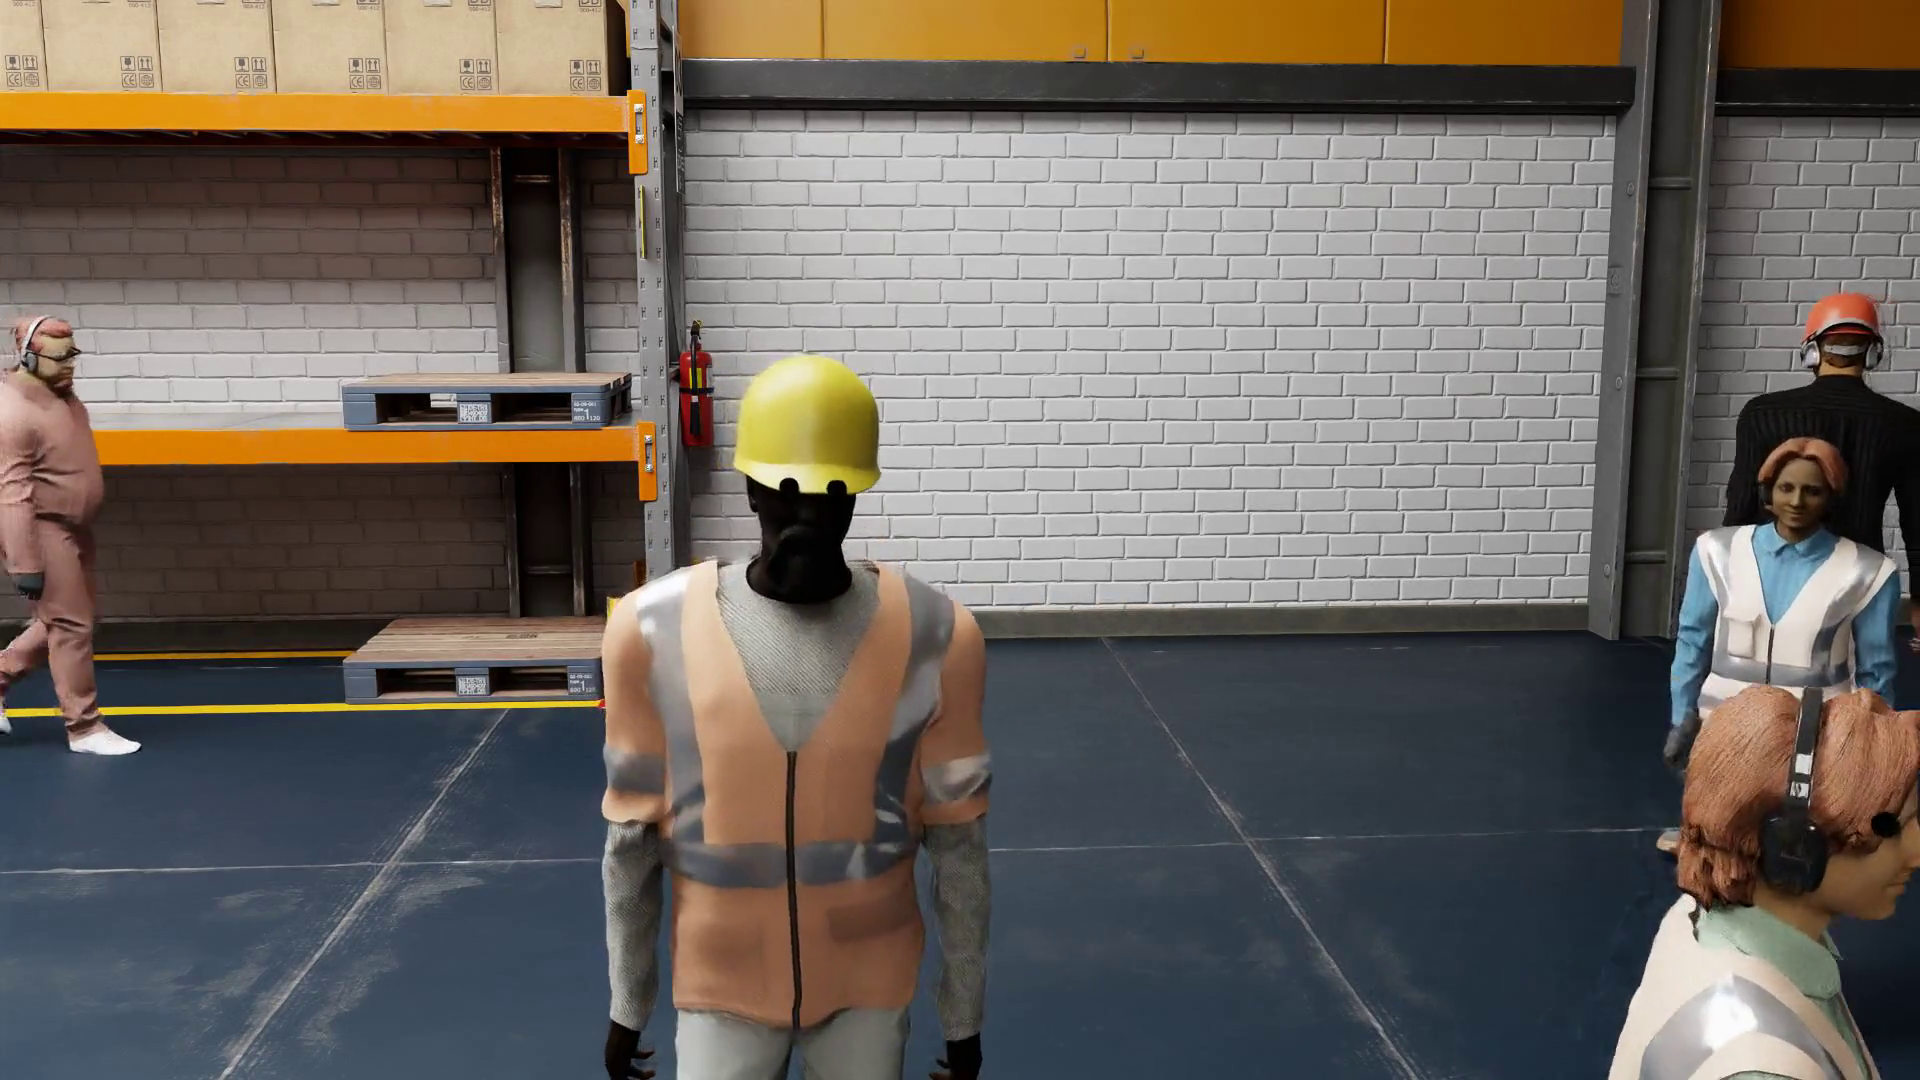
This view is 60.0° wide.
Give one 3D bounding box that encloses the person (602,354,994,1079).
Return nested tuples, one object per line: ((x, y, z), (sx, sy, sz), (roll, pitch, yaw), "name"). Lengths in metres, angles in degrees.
((-0.248, 0.665, 2.590), (0.605, 1.908, 0.458), (-1, 9, -6), "person")

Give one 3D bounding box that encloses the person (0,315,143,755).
((-3.844, 0.009, 6.871), (0.679, 1.867, 0.698), (-1, 9, -8), "person")

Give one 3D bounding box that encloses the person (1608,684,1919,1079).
((0.902, 0.948, 1.727), (0.744, 1.605, 0.535), (5, 10, 26), "person")

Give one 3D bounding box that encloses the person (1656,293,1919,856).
((2.838, 0.162, 5.613), (0.847, 1.961, 0.600), (2, 9, 13), "person")

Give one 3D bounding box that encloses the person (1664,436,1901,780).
((2.149, 0.525, 4.358), (0.531, 1.619, 0.503), (7, 11, 37), "person")
